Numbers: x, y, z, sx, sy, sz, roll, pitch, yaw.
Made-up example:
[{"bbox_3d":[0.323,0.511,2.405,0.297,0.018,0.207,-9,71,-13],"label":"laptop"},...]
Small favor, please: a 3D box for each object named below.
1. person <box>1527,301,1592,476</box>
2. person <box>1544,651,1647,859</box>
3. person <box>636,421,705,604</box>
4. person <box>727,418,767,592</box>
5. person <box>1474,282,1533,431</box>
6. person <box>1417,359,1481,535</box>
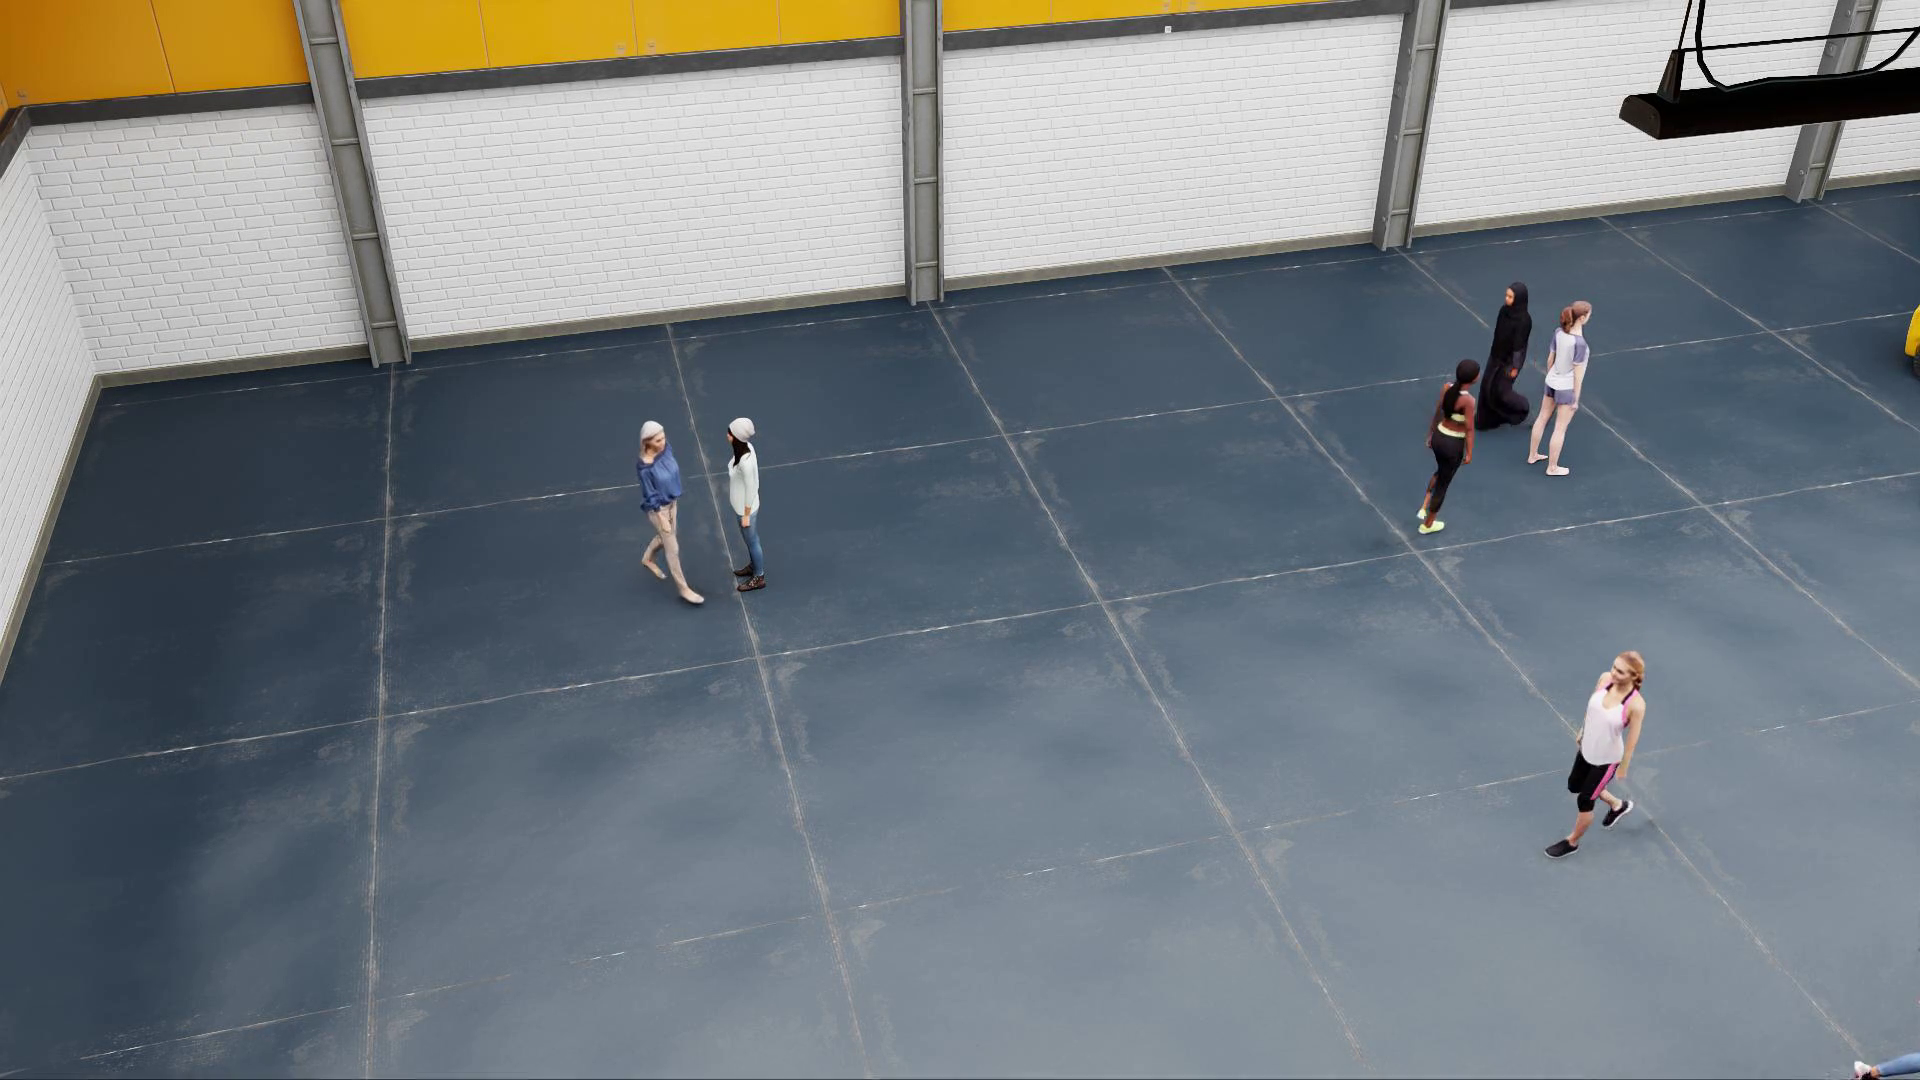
[{"bbox_3d":[5.715,-1.459,15.814,0.588,1.765,0.611,-13,36,-19],"label":"person"},{"bbox_3d":[4.474,1.452,11.422,0.889,1.777,0.633,-10,35,-15],"label":"person"},{"bbox_3d":[-2.514,-0.256,14.090,1.089,1.669,0.986,14,36,20],"label":"person"},{"bbox_3d":[-1.831,-0.319,14.207,0.501,1.645,0.579,-7,34,-10],"label":"person"},{"bbox_3d":[5.486,-1.818,16.497,0.778,1.606,0.615,-9,35,-14],"label":"person"},{"bbox_3d":[4.282,-0.802,14.846,0.669,1.741,0.662,-17,37,-24],"label":"person"}]
